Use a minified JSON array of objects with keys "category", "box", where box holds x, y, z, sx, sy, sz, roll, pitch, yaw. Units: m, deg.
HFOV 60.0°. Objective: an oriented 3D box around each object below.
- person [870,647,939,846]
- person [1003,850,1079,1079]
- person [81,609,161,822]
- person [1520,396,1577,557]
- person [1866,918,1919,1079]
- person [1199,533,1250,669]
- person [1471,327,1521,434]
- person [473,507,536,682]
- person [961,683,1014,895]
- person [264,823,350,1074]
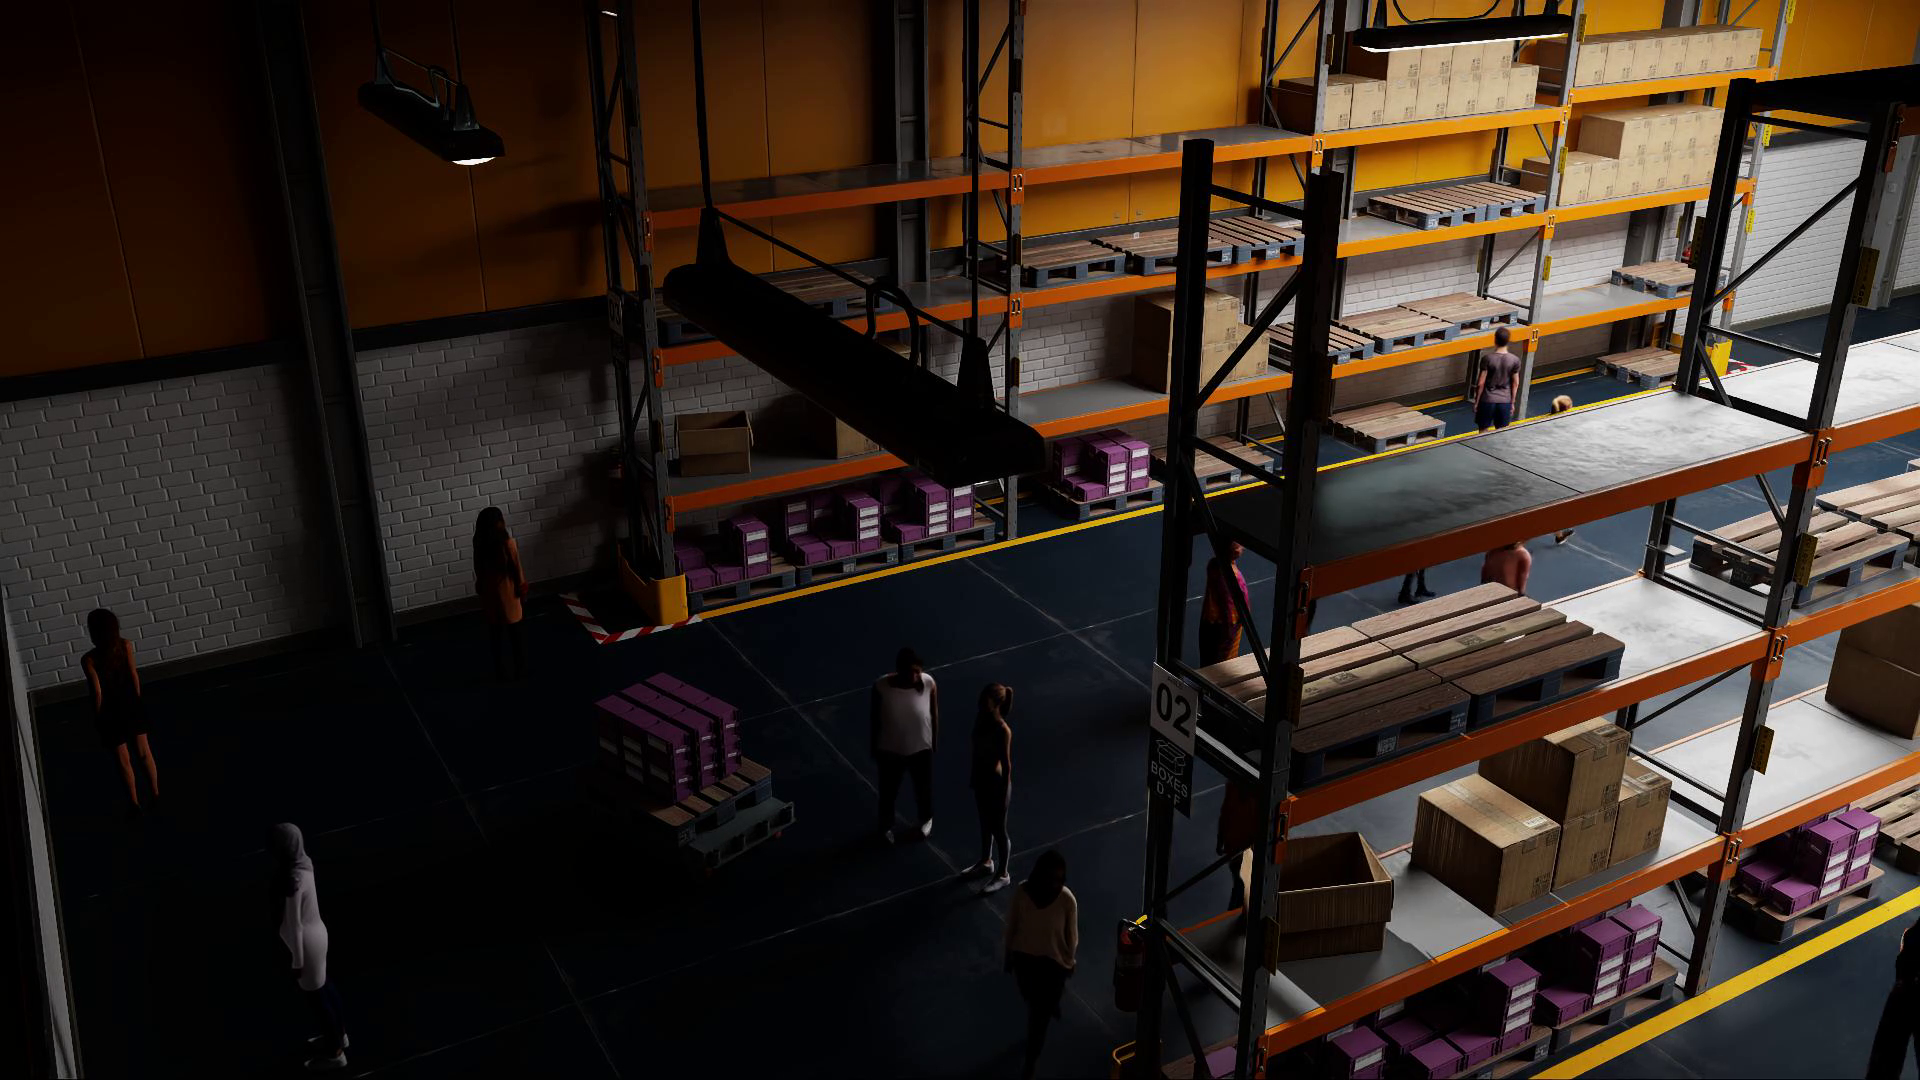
[{"category":"person","box":[-0.400,1.556,12.887,0.728,1.677,0.856,-2,24,-4]},{"category":"person","box":[0.532,2.615,10.507,1.013,1.642,1.131,10,25,21]},{"category":"person","box":[-6.614,1.379,13.097,0.716,1.833,0.605,14,27,30]},{"category":"person","box":[6.236,-0.643,17.781,1.177,1.788,0.625,-11,26,-24]},{"category":"person","box":[5.734,2.855,10.081,0.917,1.545,0.631,-10,26,-22]},{"category":"person","box":[2.367,0.670,14.903,0.799,1.686,0.763,-1,24,-2]},{"category":"person","box":[6.423,-1.644,19.991,0.673,1.851,0.796,1,24,1]},{"category":"person","box":[-4.210,0.489,15.275,0.757,1.720,0.826,5,24,12]},{"category":"person","box":[0.245,1.807,12.282,0.531,1.703,0.554,-14,27,-29]},{"category":"person","box":[-4.102,2.554,10.481,0.602,1.775,0.650,-7,25,-16]}]
